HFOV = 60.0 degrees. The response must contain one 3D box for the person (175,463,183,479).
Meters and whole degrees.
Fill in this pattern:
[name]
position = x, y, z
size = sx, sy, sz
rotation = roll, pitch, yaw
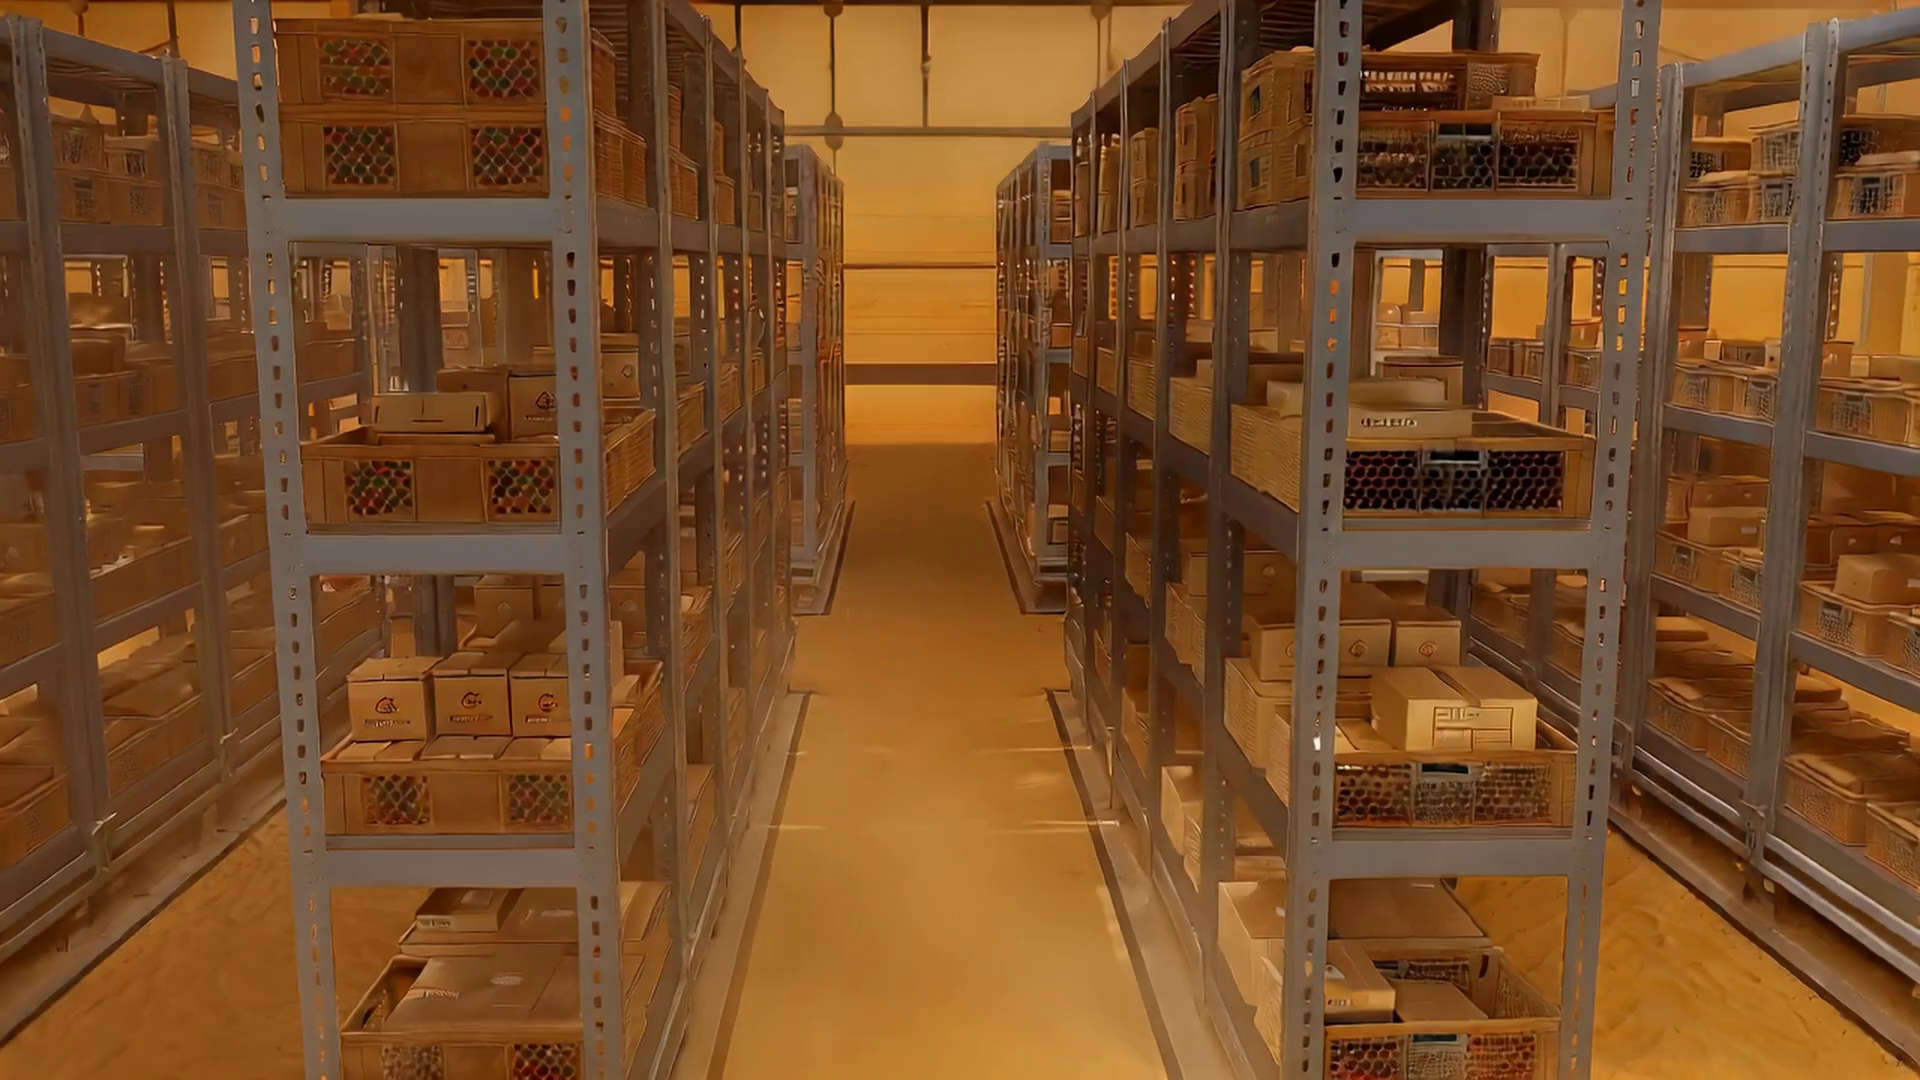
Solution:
[person]
position = -7.813, -0.926, 16.439
size = 0.603, 1.829, 0.454
rotation = -1, 9, -4
